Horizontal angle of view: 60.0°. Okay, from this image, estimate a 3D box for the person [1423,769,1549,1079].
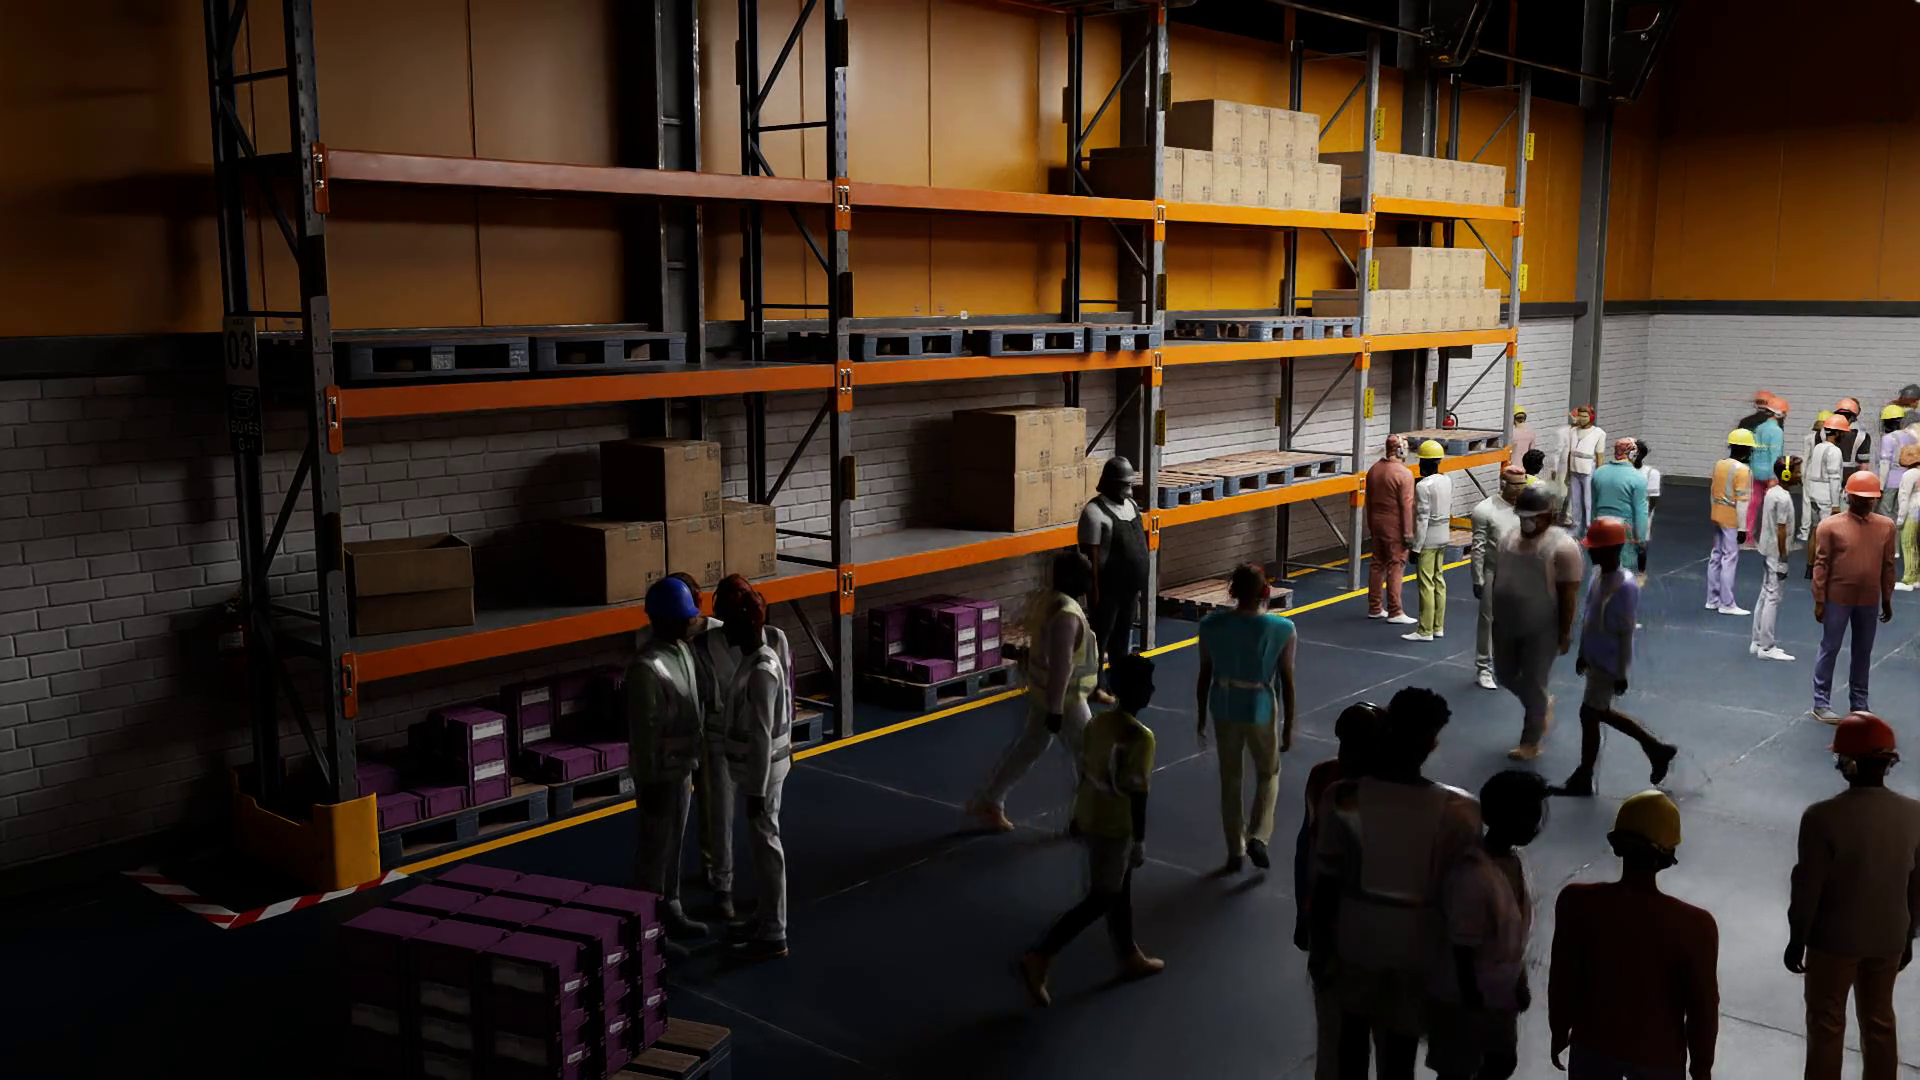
[{"bbox_3d":[1.895,1.655,6.066,0.358,1.675,0.735,8,12,43],"label":"person"}]

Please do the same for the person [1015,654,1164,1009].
[{"bbox_3d":[0.626,1.375,7.964,0.836,1.661,0.547,-3,9,-21],"label":"person"}]

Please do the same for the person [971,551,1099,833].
[{"bbox_3d":[0.552,0.952,10.271,0.975,1.800,0.637,-1,9,-9],"label":"person"}]

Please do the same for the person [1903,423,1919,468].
[{"bbox_3d":[12.688,-0.904,21.869,0.622,1.889,0.931,1,9,6],"label":"person"}]

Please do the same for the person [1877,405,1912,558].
[{"bbox_3d":[11.490,-0.708,20.561,0.591,1.913,0.394,-7,11,-38],"label":"person"}]

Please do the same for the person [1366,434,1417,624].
[{"bbox_3d":[4.361,-0.111,16.748,0.399,1.902,0.642,-4,10,-23],"label":"person"}]

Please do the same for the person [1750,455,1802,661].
[{"bbox_3d":[7.447,0.153,15.139,0.327,1.871,0.514,2,9,13],"label":"person"}]

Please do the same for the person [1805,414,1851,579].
[{"bbox_3d":[9.913,-0.470,18.989,0.389,1.925,0.549,1,9,5],"label":"person"}]

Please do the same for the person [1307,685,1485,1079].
[{"bbox_3d":[1.629,1.497,6.245,0.618,1.933,0.425,3,9,18],"label":"person"}]

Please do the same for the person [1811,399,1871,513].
[{"bbox_3d":[10.606,-0.688,20.063,0.610,2.031,0.403,5,10,29],"label":"person"}]

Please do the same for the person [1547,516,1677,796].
[{"bbox_3d":[4.376,0.777,11.019,0.795,1.910,0.554,0,9,3],"label":"person"}]

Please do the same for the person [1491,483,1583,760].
[{"bbox_3d":[4.152,0.548,12.044,0.701,2.000,0.699,-6,11,-36],"label":"person"}]

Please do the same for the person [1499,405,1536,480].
[{"bbox_3d":[7.569,-0.950,22.616,0.523,1.760,0.327,-4,10,-22],"label":"person"}]

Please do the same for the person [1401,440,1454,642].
[{"bbox_3d":[4.466,0.011,15.867,0.366,1.926,0.594,8,12,42],"label":"person"}]

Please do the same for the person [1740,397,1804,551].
[{"bbox_3d":[10.404,-0.831,21.180,0.862,1.961,0.642,0,9,-2],"label":"person"}]

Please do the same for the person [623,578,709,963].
[{"bbox_3d":[-1.489,1.148,8.471,0.404,1.945,0.615,2,9,10],"label":"person"}]

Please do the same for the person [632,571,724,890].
[{"bbox_3d":[-1.540,1.069,9.361,0.567,1.838,0.388,-1,9,-9],"label":"person"}]

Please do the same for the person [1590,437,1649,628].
[{"bbox_3d":[6.554,-0.071,16.508,0.398,1.899,0.649,-5,10,-27],"label":"person"}]

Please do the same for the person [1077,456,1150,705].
[{"bbox_3d":[1.282,0.315,13.545,0.535,2.000,0.684,7,12,40],"label":"person"}]

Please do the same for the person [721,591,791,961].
[{"bbox_3d":[-1.036,1.184,8.463,0.339,1.882,0.578,-2,9,-11],"label":"person"}]

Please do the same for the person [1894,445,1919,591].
[{"bbox_3d":[10.573,-0.248,18.527,0.289,1.624,0.495,8,12,43],"label":"person"}]

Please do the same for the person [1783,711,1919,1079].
[{"bbox_3d":[3.527,1.541,6.599,0.568,1.743,0.351,-2,9,-10],"label":"person"}]

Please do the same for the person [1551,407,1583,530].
[{"bbox_3d":[8.411,-0.993,23.025,0.594,1.715,0.547,-4,10,-22],"label":"person"}]

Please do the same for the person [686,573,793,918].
[{"bbox_3d":[-1.194,1.106,8.982,0.584,1.879,0.369,-3,9,-17],"label":"person"}]

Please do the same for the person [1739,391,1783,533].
[{"bbox_3d":[11.001,-1.069,22.818,1.063,1.925,0.628,-8,12,-42],"label":"person"}]

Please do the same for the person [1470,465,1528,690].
[{"bbox_3d":[4.618,0.316,14.002,0.644,1.900,0.399,-1,9,-7],"label":"person"}]

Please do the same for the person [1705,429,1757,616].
[{"bbox_3d":[7.967,-0.191,17.184,0.383,1.924,0.589,0,9,-2],"label":"person"}]

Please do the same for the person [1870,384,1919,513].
[{"bbox_3d":[13.150,-1.192,23.267,0.717,2.000,0.685,-1,9,-4],"label":"person"}]

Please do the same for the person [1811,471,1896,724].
[{"bbox_3d":[6.919,0.447,12.878,0.614,1.987,0.408,0,9,0],"label":"person"}]

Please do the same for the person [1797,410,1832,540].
[{"bbox_3d":[11.395,-0.851,22.054,0.496,1.733,0.320,2,9,12],"label":"person"}]

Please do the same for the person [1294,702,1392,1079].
[{"bbox_3d":[1.550,1.519,6.428,0.429,1.839,0.634,-9,12,-44],"label":"person"}]

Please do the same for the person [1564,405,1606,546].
[{"bbox_3d":[8.150,-0.844,21.688,0.394,1.836,0.561,-5,10,-27],"label":"person"}]

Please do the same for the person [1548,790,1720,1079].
[{"bbox_3d":[2.229,1.695,5.531,0.532,1.767,0.328,6,11,34],"label":"person"}]

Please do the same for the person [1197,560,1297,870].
[{"bbox_3d":[1.646,1.029,9.632,0.575,1.824,0.430,3,9,16],"label":"person"}]
